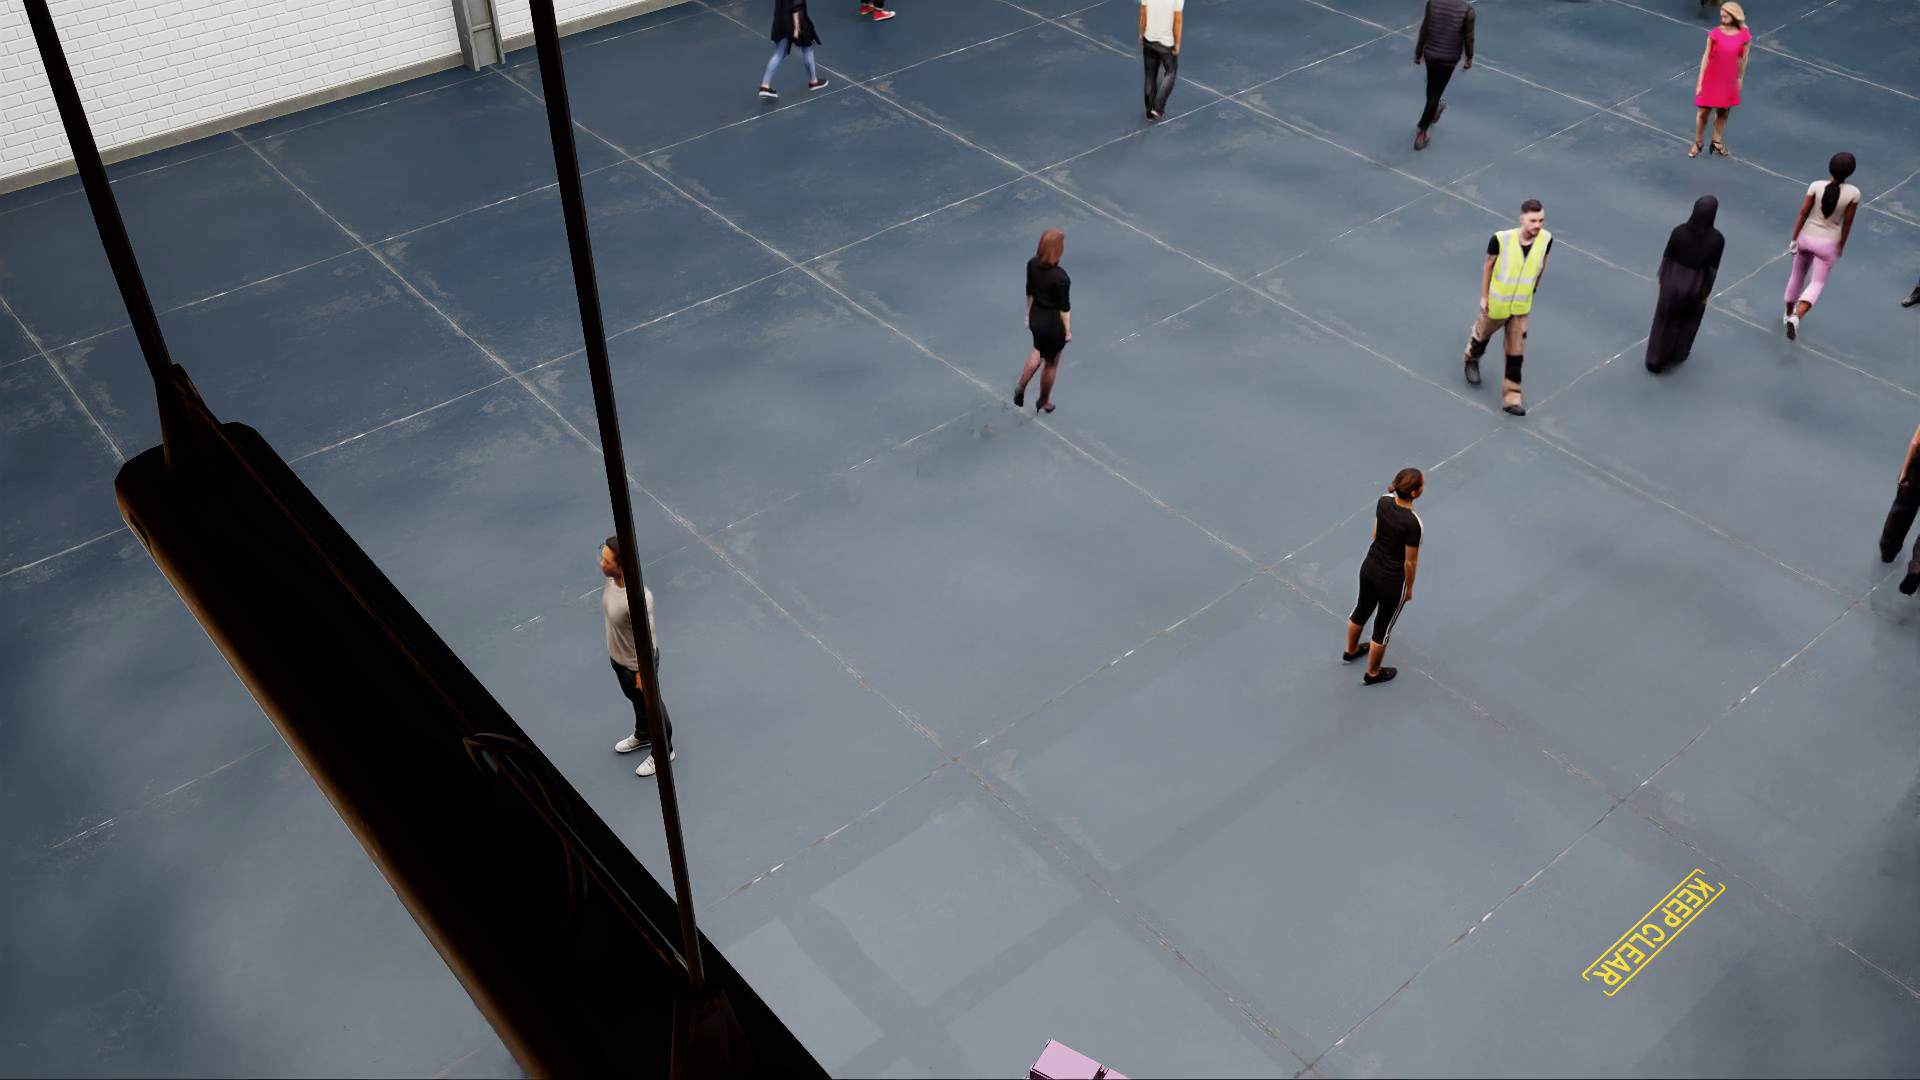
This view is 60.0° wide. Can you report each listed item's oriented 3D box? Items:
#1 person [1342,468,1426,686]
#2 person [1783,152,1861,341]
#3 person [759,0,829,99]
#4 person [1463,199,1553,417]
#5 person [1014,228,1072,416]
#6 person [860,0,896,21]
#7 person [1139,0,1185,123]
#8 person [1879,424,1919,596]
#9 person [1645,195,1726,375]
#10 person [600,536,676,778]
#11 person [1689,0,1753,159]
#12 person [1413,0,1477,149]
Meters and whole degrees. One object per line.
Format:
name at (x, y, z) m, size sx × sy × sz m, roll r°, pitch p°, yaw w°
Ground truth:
person at (2.813, 0.221, 10.985) m, size 0.582 × 1.666 × 0.622 m, roll -17°, pitch 42°, yaw -20°
person at (7.395, -2.510, 14.358) m, size 0.744 × 1.726 × 1.041 m, roll 23°, pitch 44°, yaw 26°
person at (-1.953, -5.656, 18.360) m, size 1.108 × 1.647 × 0.639 m, roll -25°, pitch 45°, yaw -28°
person at (4.449, -1.982, 13.639) m, size 1.187 × 1.796 × 1.201 m, roll 0°, pitch 39°, yaw 0°
person at (0.636, -1.688, 13.352) m, size 0.681 × 1.696 × 0.577 m, roll -28°, pitch 46°, yaw -30°
person at (-1.035, -7.261, 20.286) m, size 0.544 × 1.751 × 0.623 m, roll -29°, pitch 47°, yaw -31°
person at (2.108, -5.323, 17.824) m, size 0.780 × 1.794 × 0.819 m, roll 16°, pitch 41°, yaw 19°
person at (6.881, -0.439, 11.682) m, size 0.950 × 1.828 × 1.141 m, roll 15°, pitch 41°, yaw 17°
person at (6.056, -2.119, 13.963) m, size 0.741 × 1.607 × 0.878 m, roll 24°, pitch 44°, yaw 27°
person at (-2.003, 0.691, 10.280) m, size 0.569 × 1.812 × 0.662 m, roll -23°, pitch 44°, yaw -26°
person at (7.892, -4.747, 17.187) m, size 0.825 × 1.689 × 0.832 m, roll 2°, pitch 39°, yaw 2°
person at (5.004, -5.000, 17.424) m, size 0.879 × 1.789 × 1.207 m, roll 25°, pitch 45°, yaw 28°
